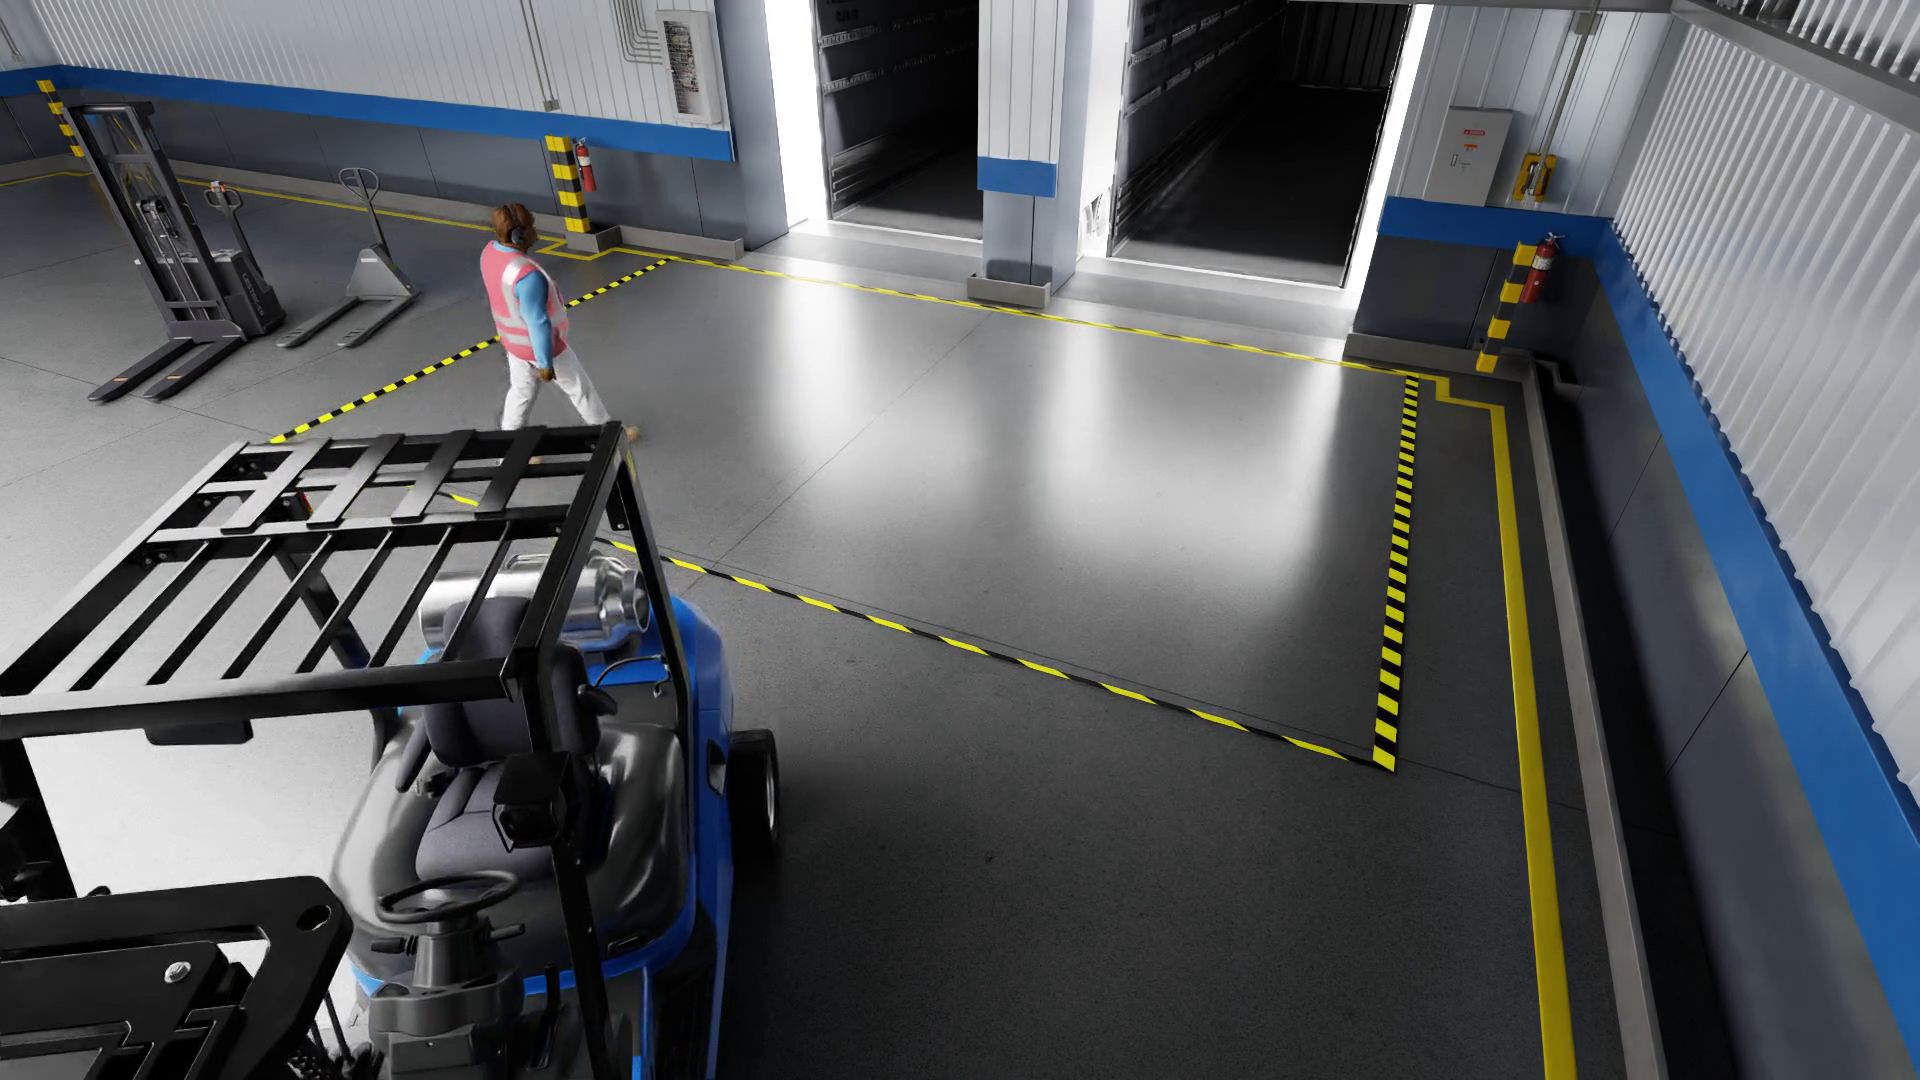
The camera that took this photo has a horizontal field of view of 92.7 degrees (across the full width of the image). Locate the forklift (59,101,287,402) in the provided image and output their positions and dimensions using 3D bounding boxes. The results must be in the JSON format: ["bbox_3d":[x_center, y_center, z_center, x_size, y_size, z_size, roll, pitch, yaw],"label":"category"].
[{"bbox_3d":[-6.686,-2.387,7.434,0.823,1.965,1.885,-3,35,-5],"label":"forklift"}]

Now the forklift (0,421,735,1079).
[{"bbox_3d":[-1.342,0.838,2.512,1.157,2.036,2.680,-4,35,-6],"label":"forklift"}]

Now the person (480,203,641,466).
[{"bbox_3d":[-2.784,-1.318,6.092,0.637,1.788,0.978,26,43,32],"label":"person"}]

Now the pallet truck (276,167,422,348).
[{"bbox_3d":[-5.732,-2.611,8.414,0.680,1.201,1.601,-1,35,-1],"label":"pallet truck"}]
